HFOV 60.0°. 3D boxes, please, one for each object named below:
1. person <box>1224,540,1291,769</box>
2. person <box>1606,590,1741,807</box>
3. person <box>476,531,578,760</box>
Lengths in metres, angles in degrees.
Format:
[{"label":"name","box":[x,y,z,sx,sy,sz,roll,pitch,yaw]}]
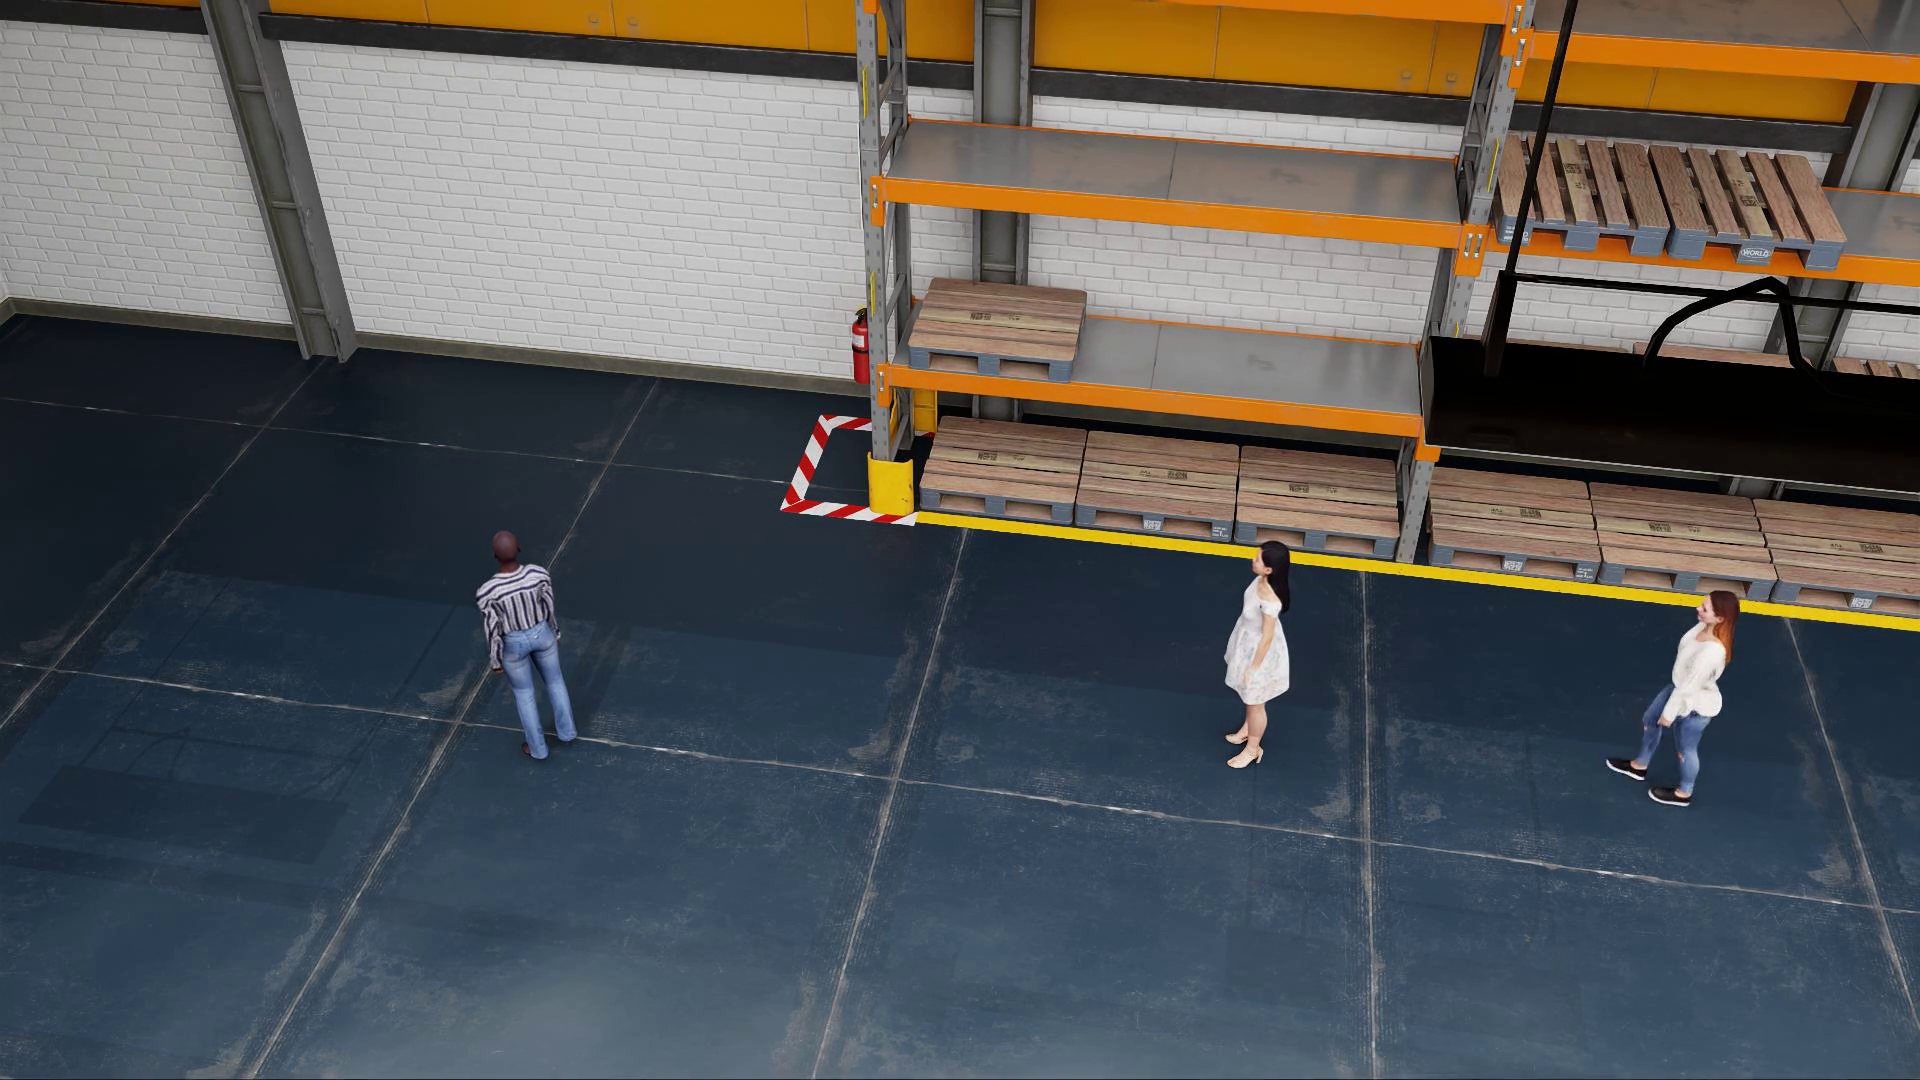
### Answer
[{"label":"person","box":[1.854,0.710,10.368,0.631,1.775,0.646,4,39,6]},{"label":"person","box":[4.526,0.994,10.095,0.827,1.672,0.721,15,41,18]},{"label":"person","box":[-2.702,0.668,10.404,0.690,1.796,0.743,-25,45,-28]}]
